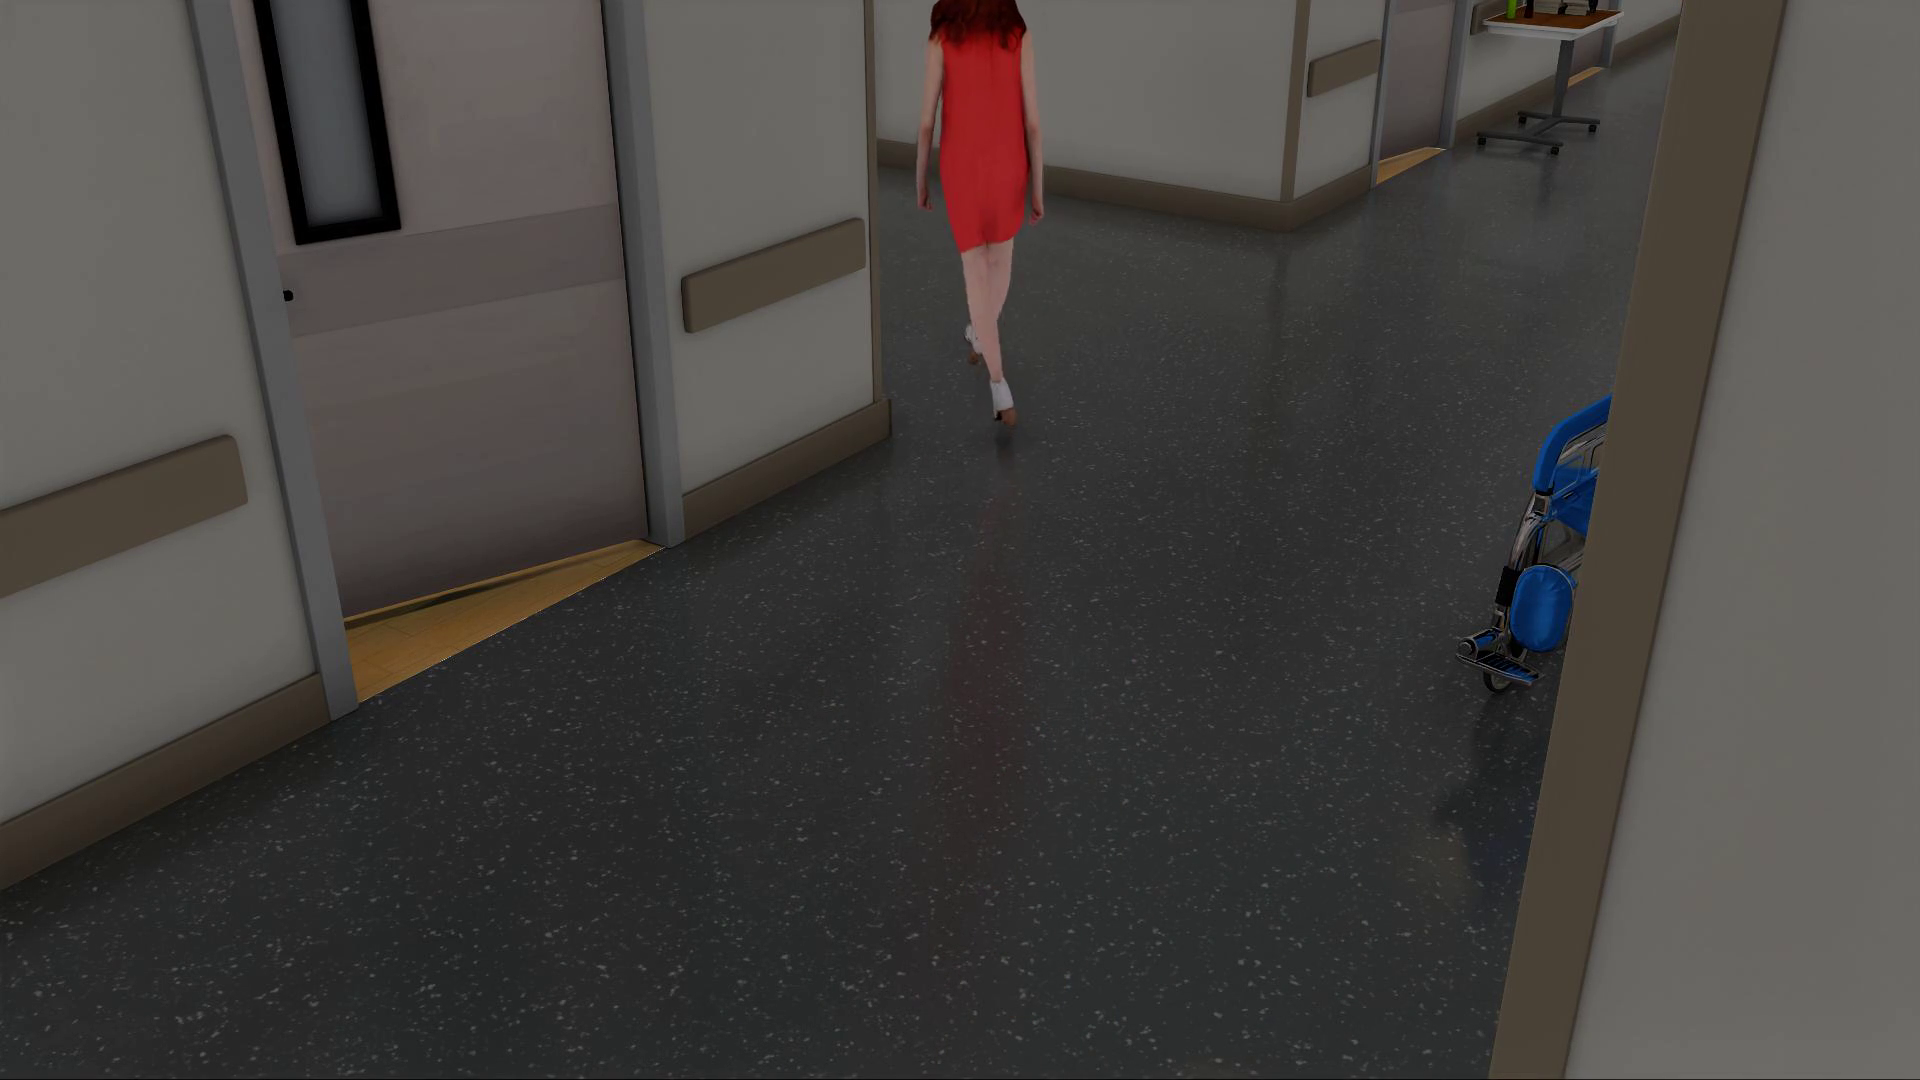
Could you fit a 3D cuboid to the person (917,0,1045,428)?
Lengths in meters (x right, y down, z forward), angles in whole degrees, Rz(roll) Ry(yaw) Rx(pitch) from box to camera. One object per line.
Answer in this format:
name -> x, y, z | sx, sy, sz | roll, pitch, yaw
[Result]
person -> 0.101, -1.283, 6.306 | 1.125, 1.772, 1.188 | -3, 26, -7
